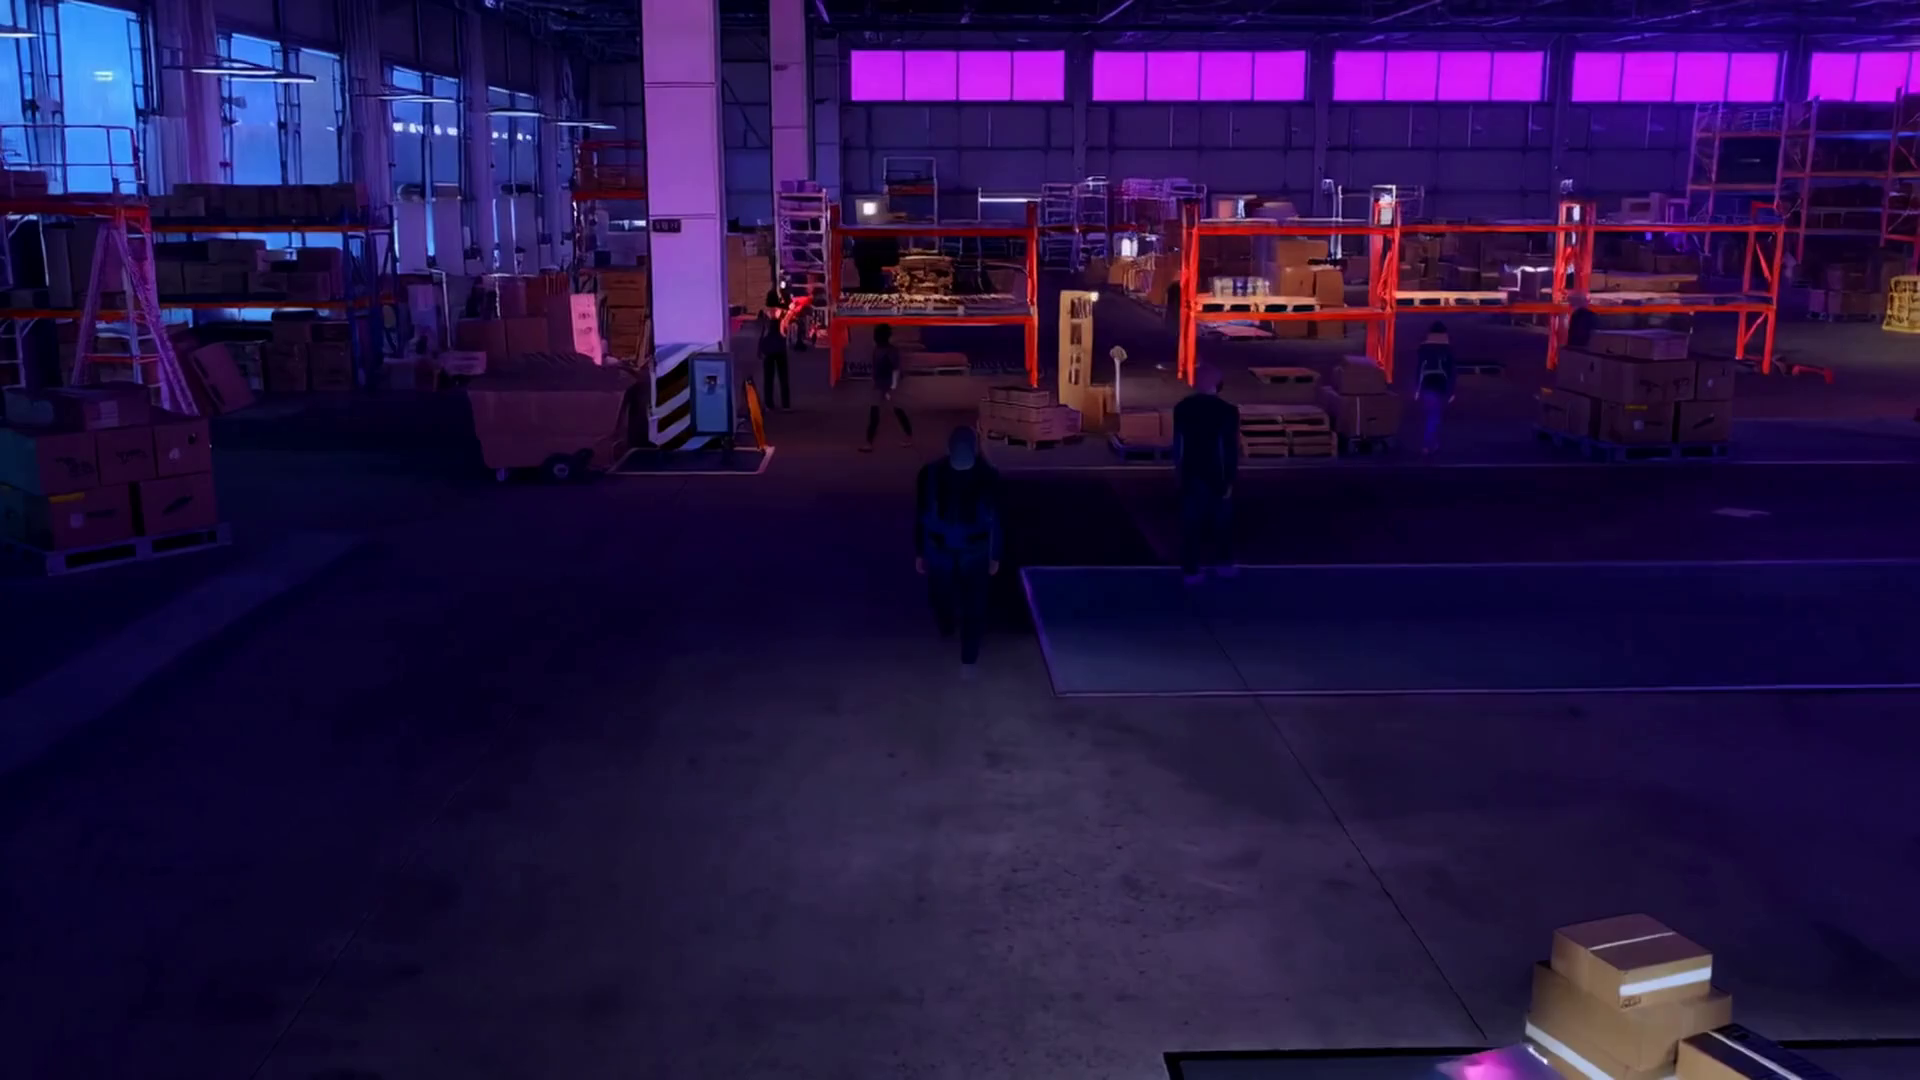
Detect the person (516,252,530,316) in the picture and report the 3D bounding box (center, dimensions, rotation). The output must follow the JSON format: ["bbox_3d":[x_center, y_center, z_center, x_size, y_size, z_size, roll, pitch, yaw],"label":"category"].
[{"bbox_3d":[-10.707,-6.240,40.746,0.312,1.633,0.520,-7,14,-29],"label":"person"}]

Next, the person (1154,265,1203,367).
[{"bbox_3d":[4.060,-4.109,30.596,0.955,1.854,0.605,1,12,2],"label":"person"}]

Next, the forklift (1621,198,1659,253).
[{"bbox_3d":[19.145,-8.277,47.091,1.129,2.768,1.873,0,12,-2],"label":"forklift"}]

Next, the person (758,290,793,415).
[{"bbox_3d":[-2.725,-2.766,24.568,0.506,1.847,0.345,-2,13,-11],"label":"person"}]

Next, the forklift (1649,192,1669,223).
[{"bbox_3d":[25.213,-11.204,60.307,1.873,2.768,1.129,0,12,-1],"label":"forklift"}]

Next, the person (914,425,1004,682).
[{"bbox_3d":[0.005,0.061,11.855,0.639,1.821,0.627,1,13,5],"label":"person"}]

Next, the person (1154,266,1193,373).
[{"bbox_3d":[3.825,-3.943,29.769,1.003,1.885,0.653,-7,14,-28],"label":"person"}]

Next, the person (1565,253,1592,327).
[{"bbox_3d":[12.285,-4.731,33.164,0.614,1.962,0.366,-7,14,-27],"label":"person"}]

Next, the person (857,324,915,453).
[{"bbox_3d":[-0.920,-1.961,21.397,0.527,1.642,0.914,10,16,39],"label":"person"}]

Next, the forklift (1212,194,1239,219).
[{"bbox_3d":[8.913,-10.261,56.048,1.129,2.768,1.873,-6,14,-26],"label":"forklift"}]

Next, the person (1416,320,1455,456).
[{"bbox_3d":[5.996,-1.925,21.062,0.493,1.714,0.784,9,15,35],"label":"person"}]

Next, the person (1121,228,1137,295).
[{"bbox_3d":[4.952,-8.122,48.561,0.542,1.929,0.369,11,17,41],"label":"person"}]

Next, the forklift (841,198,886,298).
[{"bbox_3d":[-2.541,-8.292,47.160,1.129,2.768,1.873,-12,17,-42],"label":"forklift"}]

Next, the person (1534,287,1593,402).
[{"bbox_3d":[9.188,-2.840,24.855,1.055,1.860,0.600,7,14,30],"label":"person"}]

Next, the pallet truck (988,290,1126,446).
[{"bbox_3d":[1.257,-2.299,22.111,1.885,1.965,0.823,-9,15,-35],"label":"pallet truck"}]

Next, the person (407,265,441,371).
[{"bbox_3d":[-9.398,-3.850,29.249,0.545,1.938,0.362,-1,13,-3],"label":"person"}]

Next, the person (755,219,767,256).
[{"bbox_3d":[-7.090,-10.454,59.191,0.353,1.883,0.573,6,14,26],"label":"person"}]

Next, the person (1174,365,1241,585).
[{"bbox_3d":[2.203,-0.589,14.607,0.634,1.909,0.866,7,14,30],"label":"person"}]

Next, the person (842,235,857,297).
[{"bbox_3d":[-3.020,-7.900,47.654,0.635,1.899,0.937,11,17,41],"label":"person"}]
